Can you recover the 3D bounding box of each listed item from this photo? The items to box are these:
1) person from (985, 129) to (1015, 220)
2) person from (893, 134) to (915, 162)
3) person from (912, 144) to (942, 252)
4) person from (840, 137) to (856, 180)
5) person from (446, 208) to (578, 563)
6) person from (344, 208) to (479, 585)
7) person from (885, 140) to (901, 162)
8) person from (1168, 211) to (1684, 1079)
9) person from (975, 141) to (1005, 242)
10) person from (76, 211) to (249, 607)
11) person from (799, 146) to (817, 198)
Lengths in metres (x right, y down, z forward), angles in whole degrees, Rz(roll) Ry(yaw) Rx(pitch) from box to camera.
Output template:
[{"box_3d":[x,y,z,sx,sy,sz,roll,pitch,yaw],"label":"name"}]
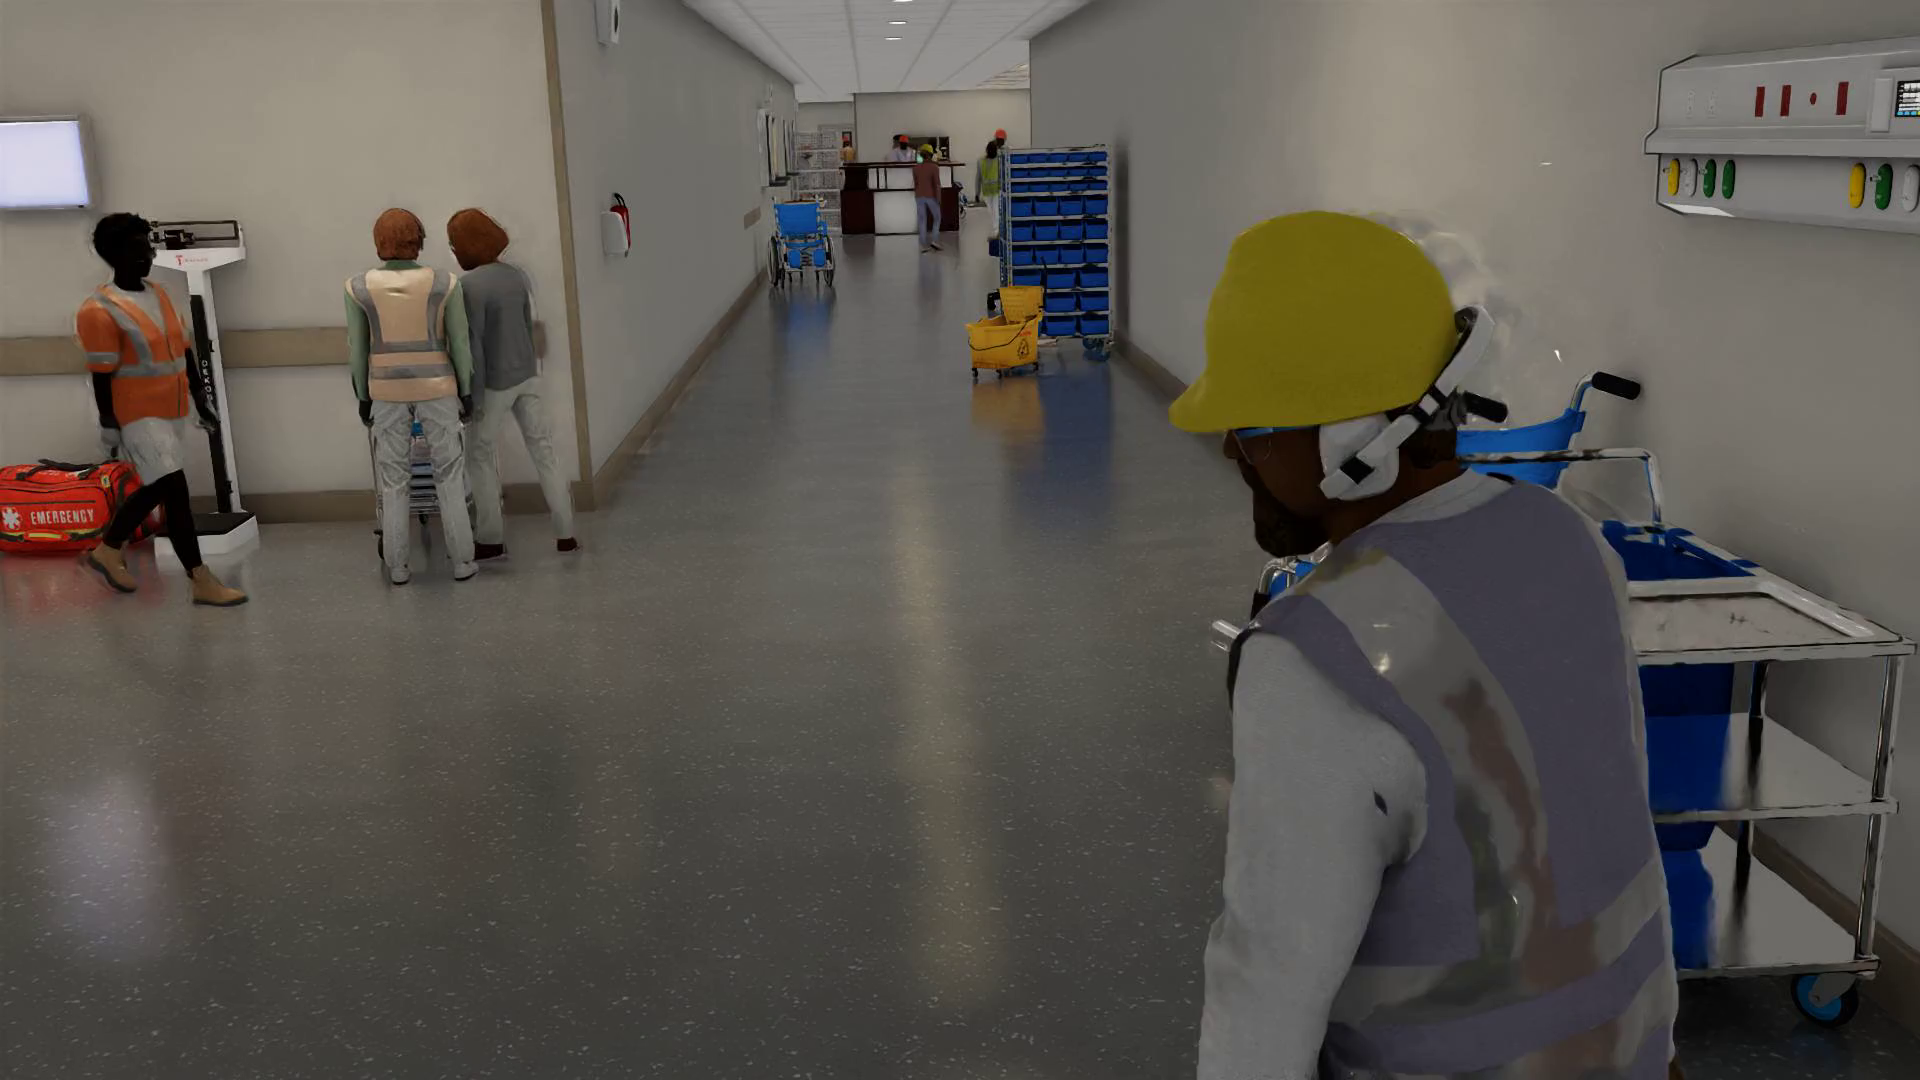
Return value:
[{"box_3d":[0.827,-7.460,34.330,0.670,1.981,0.476,-3,14,-6],"label":"person"},{"box_3d":[-1.341,-8.939,40.723,0.545,1.931,0.380,-4,14,-10],"label":"person"},{"box_3d":[-0.526,-5.605,27.289,0.521,1.745,0.455,4,15,23],"label":"person"},{"box_3d":[-3.398,-11.248,50.448,0.542,1.927,0.374,-10,16,-30],"label":"person"},{"box_3d":[-2.094,-0.690,7.557,0.539,1.604,0.584,3,14,19],"label":"person"},{"box_3d":[-2.373,-0.613,7.240,0.518,1.632,0.313,-4,14,-9],"label":"person"},{"box_3d":[-1.643,-9.102,41.593,0.714,1.853,0.928,9,18,38],"label":"person"},{"box_3d":[0.479,0.560,1.754,0.831,1.780,0.614,9,17,37],"label":"person"},{"box_3d":[0.614,-6.150,29.398,0.671,1.769,1.078,5,15,25],"label":"person"},{"box_3d":[-3.473,-0.543,7.014,0.817,1.664,0.550,1,14,10],"label":"person"},{"box_3d":[-3.509,-8.239,38.492,0.371,1.737,0.569,3,14,18],"label":"person"}]
